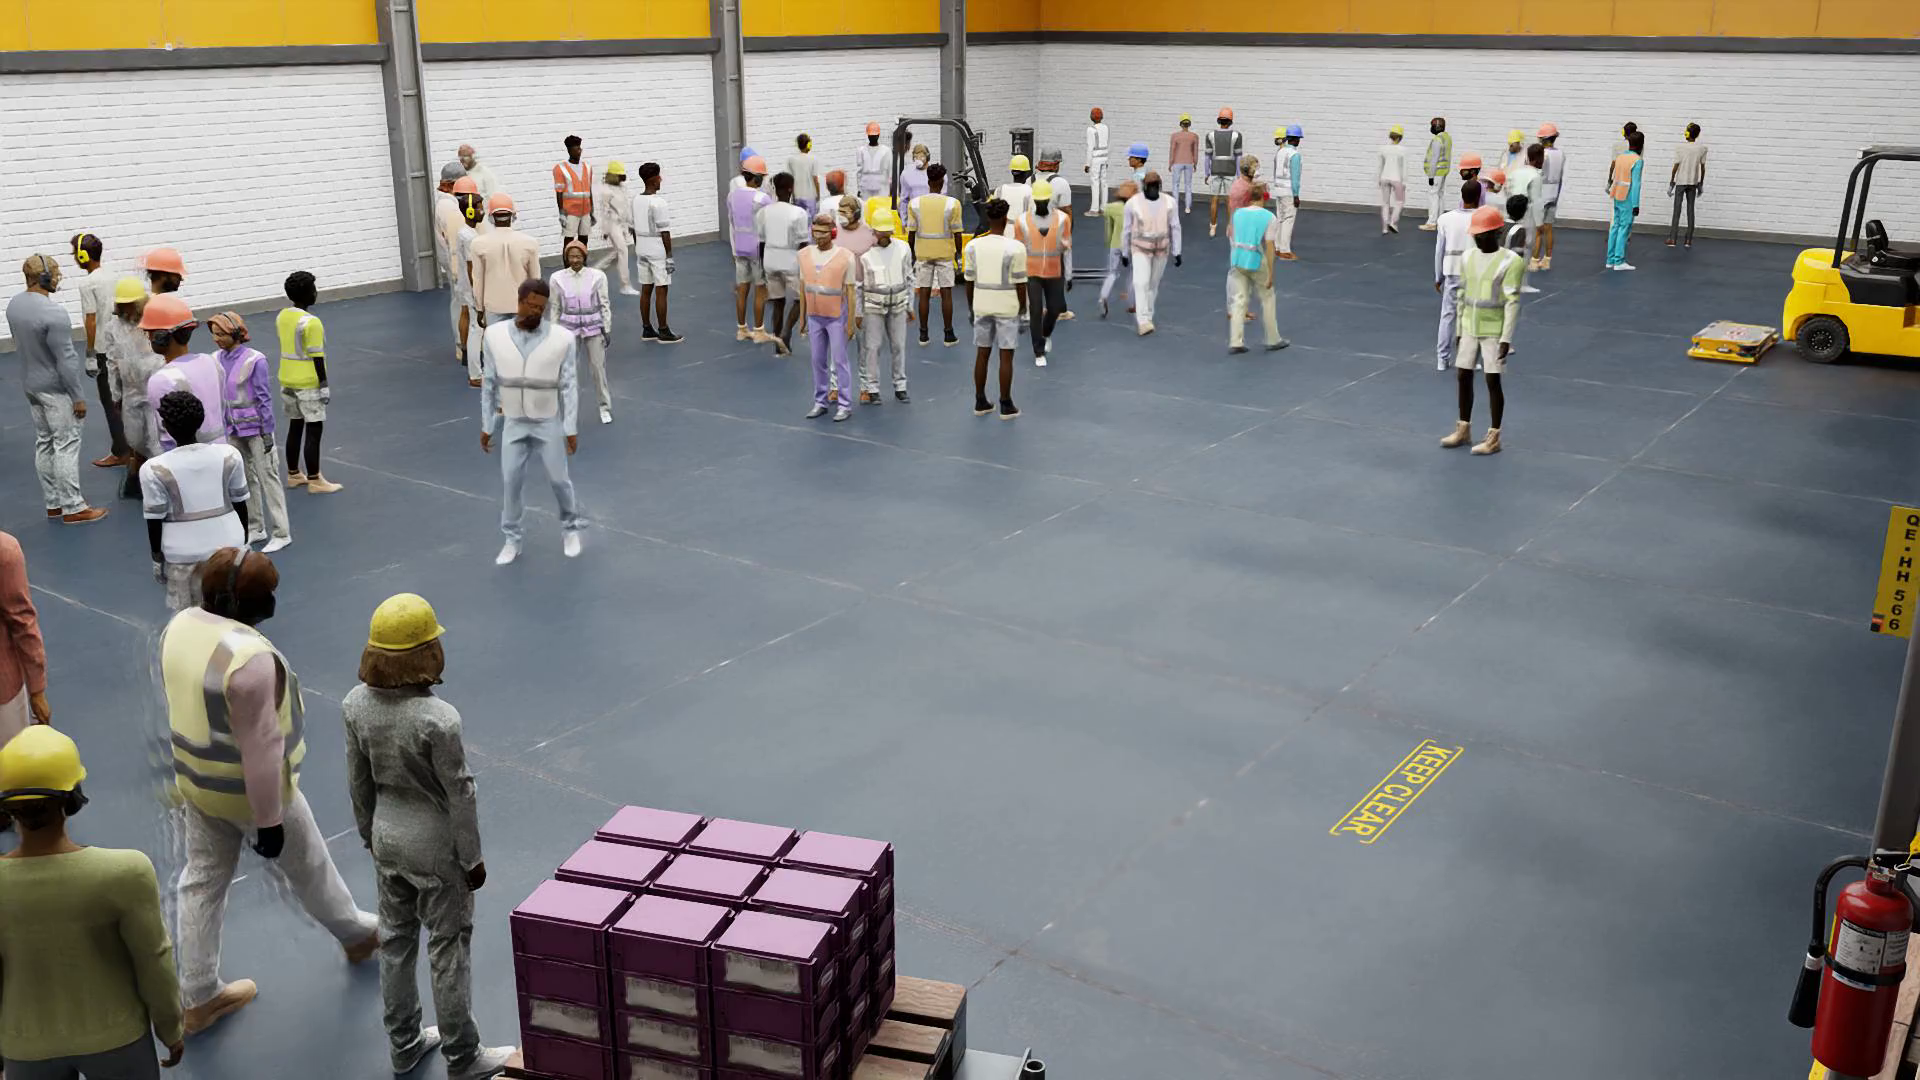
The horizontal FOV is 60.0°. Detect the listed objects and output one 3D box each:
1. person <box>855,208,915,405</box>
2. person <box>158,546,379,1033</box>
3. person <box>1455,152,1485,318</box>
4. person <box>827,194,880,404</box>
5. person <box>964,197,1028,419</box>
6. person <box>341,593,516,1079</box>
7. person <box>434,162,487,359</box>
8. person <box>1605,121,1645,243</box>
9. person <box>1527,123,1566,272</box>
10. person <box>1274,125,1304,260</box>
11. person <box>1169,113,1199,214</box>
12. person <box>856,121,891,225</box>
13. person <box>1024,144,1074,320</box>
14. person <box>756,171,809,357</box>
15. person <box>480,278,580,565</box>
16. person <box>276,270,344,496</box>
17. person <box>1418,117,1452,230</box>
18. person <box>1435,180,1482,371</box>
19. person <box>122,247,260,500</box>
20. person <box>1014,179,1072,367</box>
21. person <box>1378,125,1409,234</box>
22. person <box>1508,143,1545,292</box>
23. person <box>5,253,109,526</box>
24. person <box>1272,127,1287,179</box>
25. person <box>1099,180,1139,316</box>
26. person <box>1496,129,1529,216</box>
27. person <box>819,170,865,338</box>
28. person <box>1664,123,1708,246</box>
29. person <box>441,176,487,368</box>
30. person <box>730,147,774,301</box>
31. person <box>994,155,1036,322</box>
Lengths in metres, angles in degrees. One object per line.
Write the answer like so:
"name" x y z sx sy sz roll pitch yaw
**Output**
"person" -0.702 -2.154 15.356 0.606 1.818 0.403 -7 19 -20
"person" -2.493 0.846 6.032 0.683 1.771 0.946 13 22 36
"person" 6.006 -3.609 19.729 0.388 1.930 0.545 6 19 18
"person" -0.998 -2.216 15.358 0.629 1.937 0.379 2 18 8
"person" 0.329 -2.059 14.824 0.606 1.965 0.393 9 20 27
"person" -1.793 1.009 5.583 0.493 1.742 0.302 8 19 23
"person" -5.190 -2.932 17.429 0.539 2.000 0.689 -5 18 -14
"person" 10.377 -5.584 26.000 0.526 1.869 0.315 2 18 6
"person" 8.106 -4.763 23.168 0.606 2.035 0.403 -11 21 -30
"person" 4.791 -5.062 24.262 0.418 1.937 0.612 -4 18 -13
"person" 3.996 -6.726 29.761 0.532 1.757 0.336 -2 18 -8
"person" -1.303 -5.347 25.174 0.540 1.930 0.387 2 18 7
"person" 1.084 -3.632 19.618 0.684 2.000 0.538 15 23 39
"person" -1.843 -2.857 17.363 0.652 1.933 0.493 8 19 22
"person" -2.832 -0.791 10.964 0.645 1.911 0.407 -1 18 -3
"person" -4.926 -1.179 12.530 0.547 1.685 0.322 14 23 38
"person" 7.893 -6.069 27.581 0.429 1.837 0.624 11 21 32
"person" 5.059 -2.646 16.733 0.587 1.918 0.392 12 21 34
"person" -5.852 -1.219 12.330 0.980 1.889 0.546 -2 18 -6
"person" 0.843 -2.769 17.127 0.614 1.906 0.601 -1 18 -4
"person" 7.022 -5.841 26.991 0.533 1.754 0.357 13 22 34
"person" 7.290 -4.130 21.396 0.434 1.908 0.612 0 18 0
"person" -6.397 -1.052 11.734 0.636 1.931 0.377 11 21 32
"person" 5.082 -5.661 26.429 0.339 1.761 0.531 1 18 3
"person" 1.924 -3.467 19.804 0.523 1.607 0.737 11 21 30
"person" 8.447 -5.344 25.348 0.603 1.806 0.596 -13 22 -36
"person" -1.286 -3.193 18.579 0.634 1.844 0.791 -7 19 -22
"person" 11.198 -5.473 25.653 0.532 1.870 0.319 2 18 5
"person" -4.985 -2.728 16.975 0.551 1.925 0.393 10 20 29
"person" -2.593 -3.965 20.918 0.637 1.898 1.016 -10 20 -28
"person" 0.680 -3.512 19.423 0.585 1.928 0.370 9 20 25
